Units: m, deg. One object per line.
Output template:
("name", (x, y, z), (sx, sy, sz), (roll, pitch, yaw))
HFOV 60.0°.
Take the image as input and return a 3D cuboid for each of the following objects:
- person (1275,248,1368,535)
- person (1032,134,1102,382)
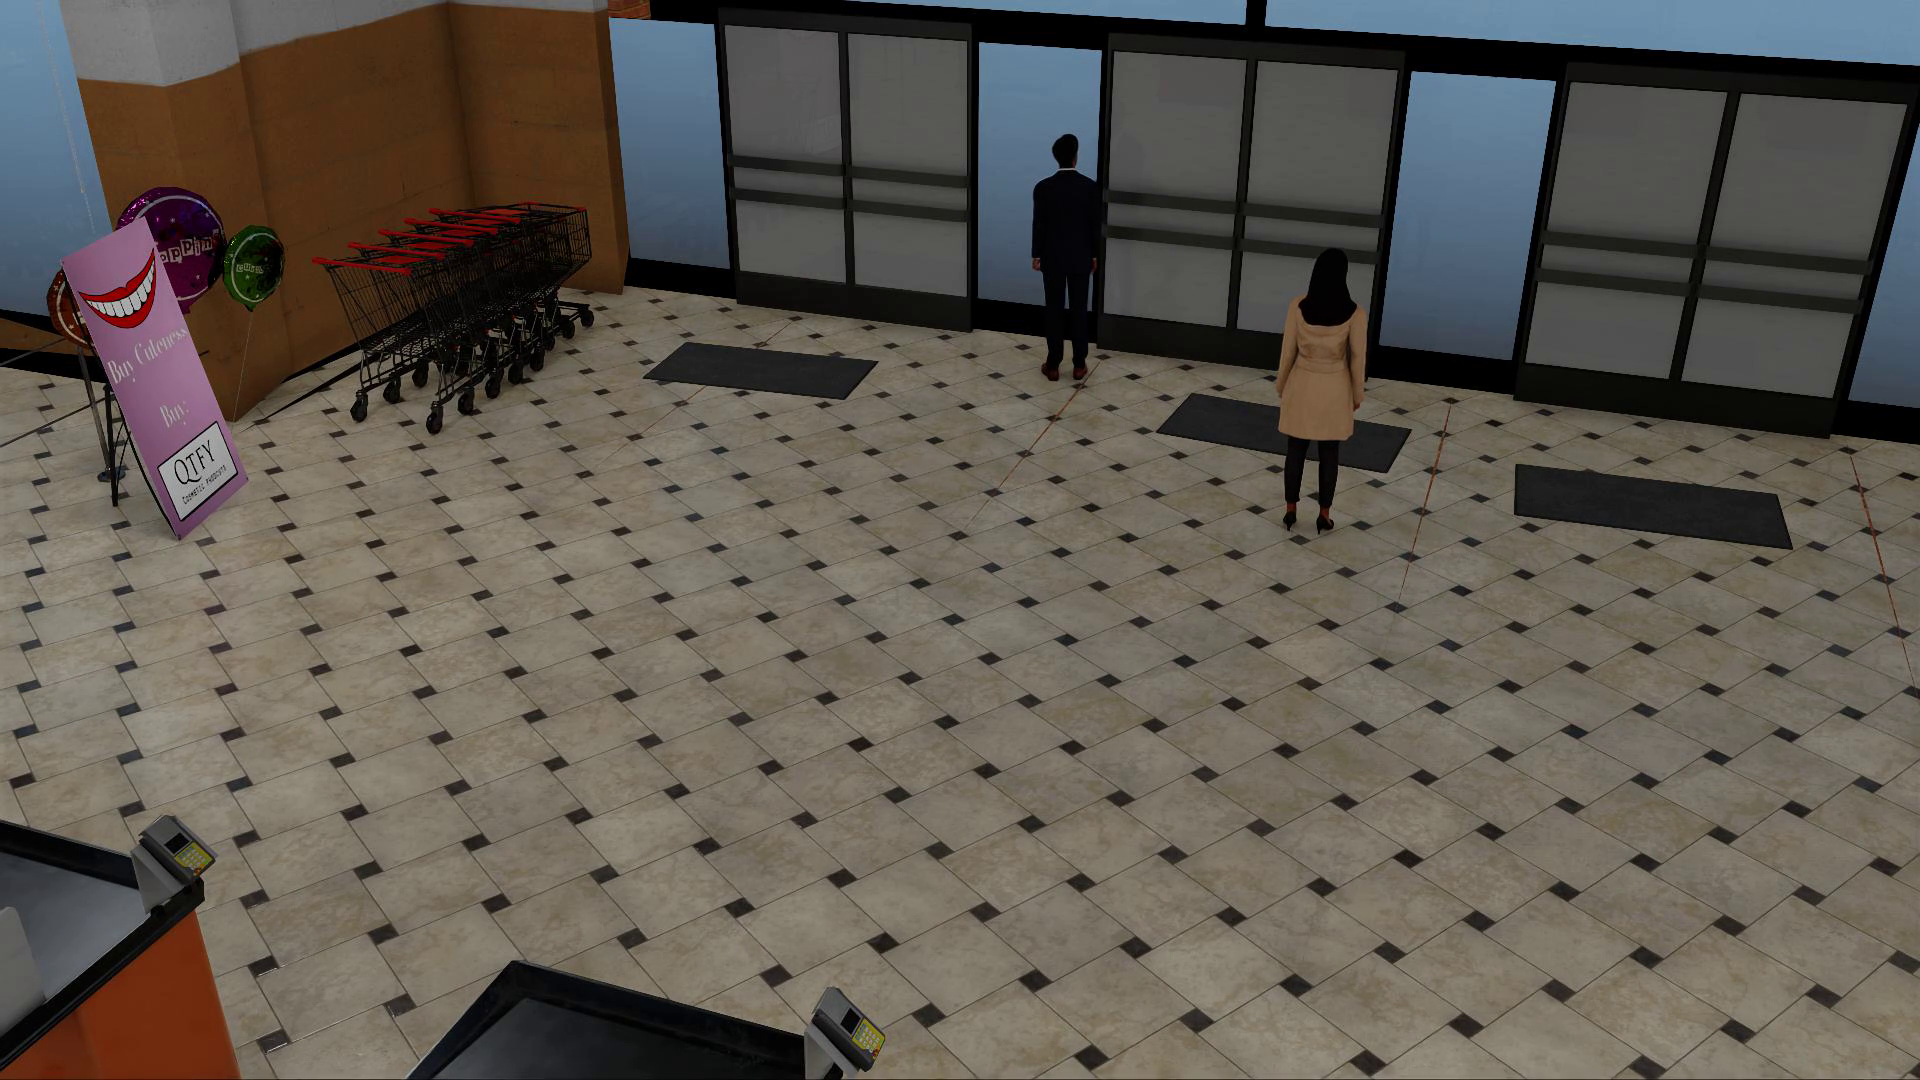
("person", (2.027, -0.828, 9.411), (0.646, 1.681, 0.501), (9, 28, 18))
("person", (0.739, -1.948, 11.569), (0.701, 1.726, 0.674), (-1, 27, -2))
